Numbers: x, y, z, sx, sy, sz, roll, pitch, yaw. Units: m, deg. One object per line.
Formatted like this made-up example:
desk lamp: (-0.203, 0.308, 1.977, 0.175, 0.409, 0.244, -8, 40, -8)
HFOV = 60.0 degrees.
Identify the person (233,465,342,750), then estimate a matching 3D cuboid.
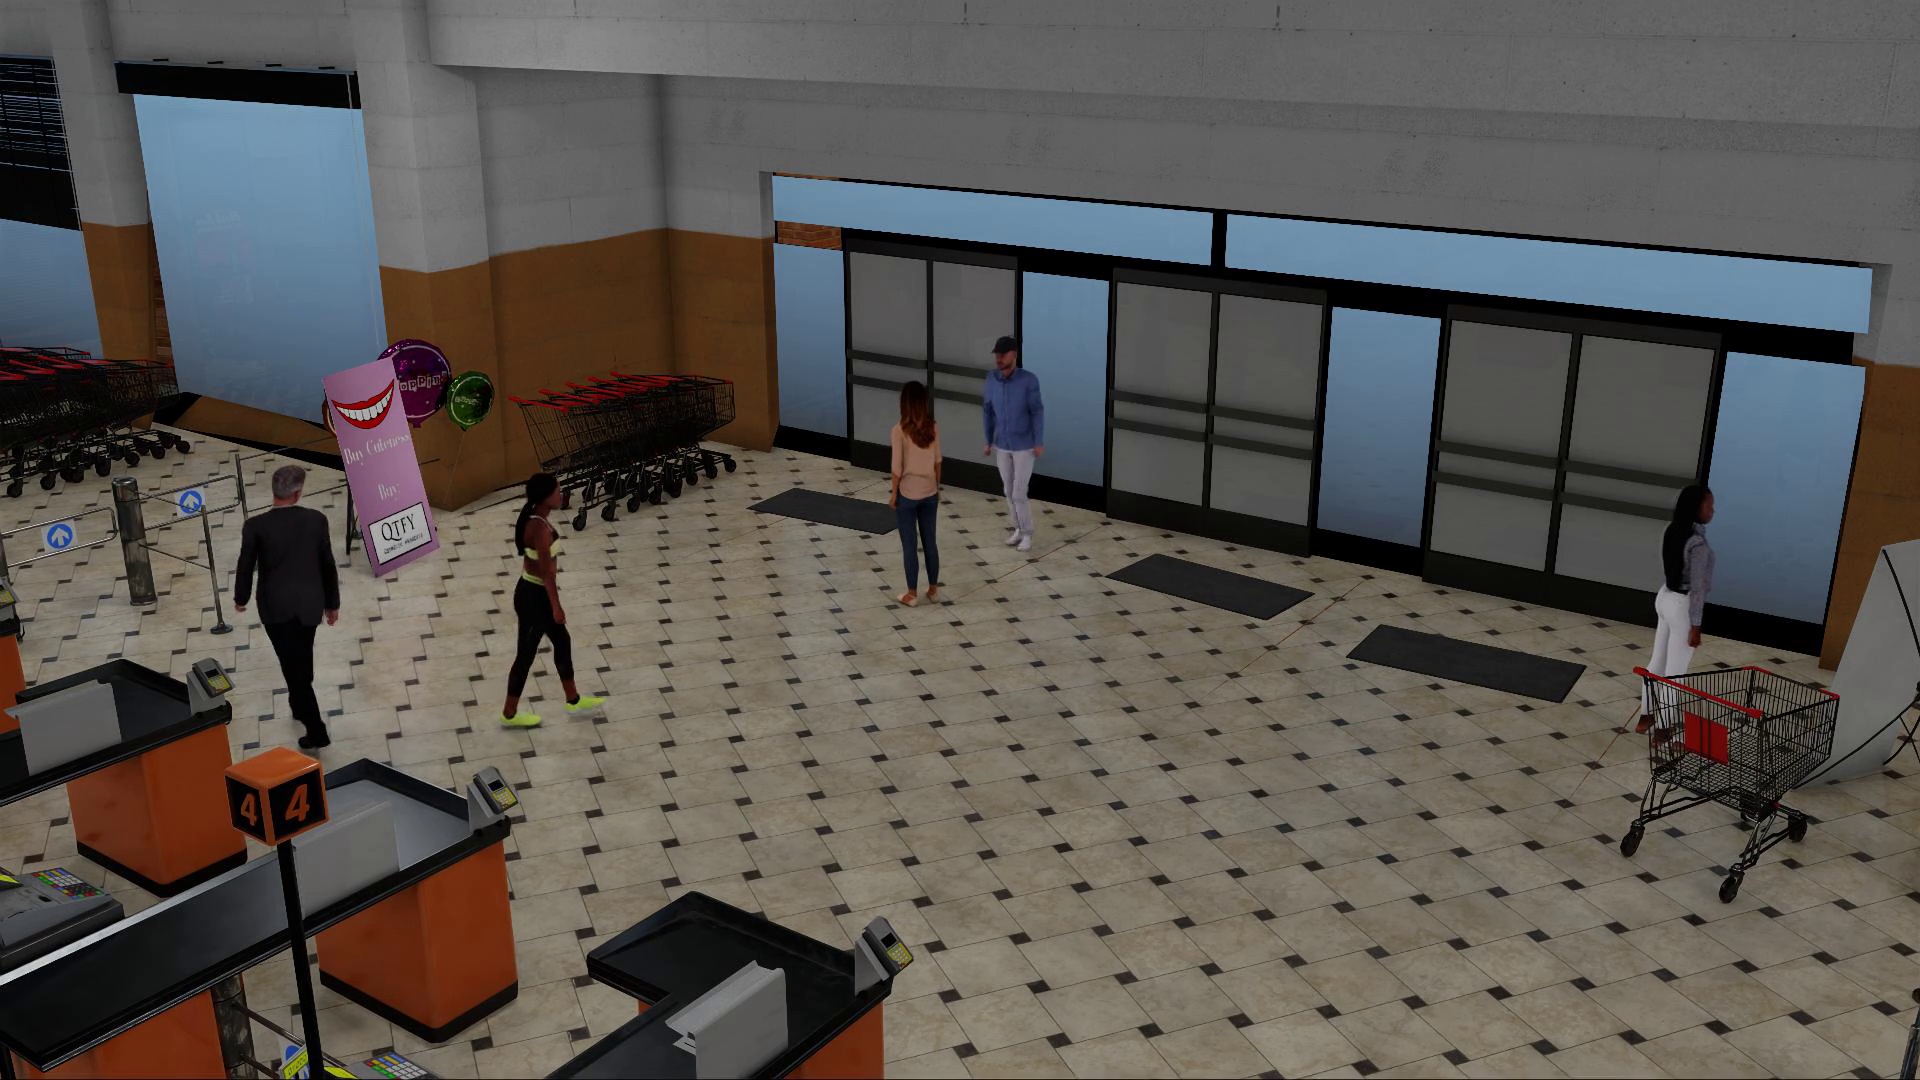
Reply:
person: (-4.201, 0.468, 10.529, 1.172, 1.777, 0.958, -16, 24, -39)

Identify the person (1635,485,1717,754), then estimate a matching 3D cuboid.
person: (4.574, 0.481, 10.576, 0.727, 1.722, 0.624, 0, 19, 0)

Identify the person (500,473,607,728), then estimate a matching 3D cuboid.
person: (-2.830, 0.421, 10.763, 1.011, 1.716, 0.900, -6, 19, -17)

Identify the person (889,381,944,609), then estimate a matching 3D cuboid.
person: (-0.335, -0.355, 12.948, 0.613, 1.790, 0.733, -9, 21, -26)

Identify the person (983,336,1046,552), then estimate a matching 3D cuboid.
person: (0.511, -0.837, 14.272, 0.668, 1.857, 0.720, 9, 21, 25)
